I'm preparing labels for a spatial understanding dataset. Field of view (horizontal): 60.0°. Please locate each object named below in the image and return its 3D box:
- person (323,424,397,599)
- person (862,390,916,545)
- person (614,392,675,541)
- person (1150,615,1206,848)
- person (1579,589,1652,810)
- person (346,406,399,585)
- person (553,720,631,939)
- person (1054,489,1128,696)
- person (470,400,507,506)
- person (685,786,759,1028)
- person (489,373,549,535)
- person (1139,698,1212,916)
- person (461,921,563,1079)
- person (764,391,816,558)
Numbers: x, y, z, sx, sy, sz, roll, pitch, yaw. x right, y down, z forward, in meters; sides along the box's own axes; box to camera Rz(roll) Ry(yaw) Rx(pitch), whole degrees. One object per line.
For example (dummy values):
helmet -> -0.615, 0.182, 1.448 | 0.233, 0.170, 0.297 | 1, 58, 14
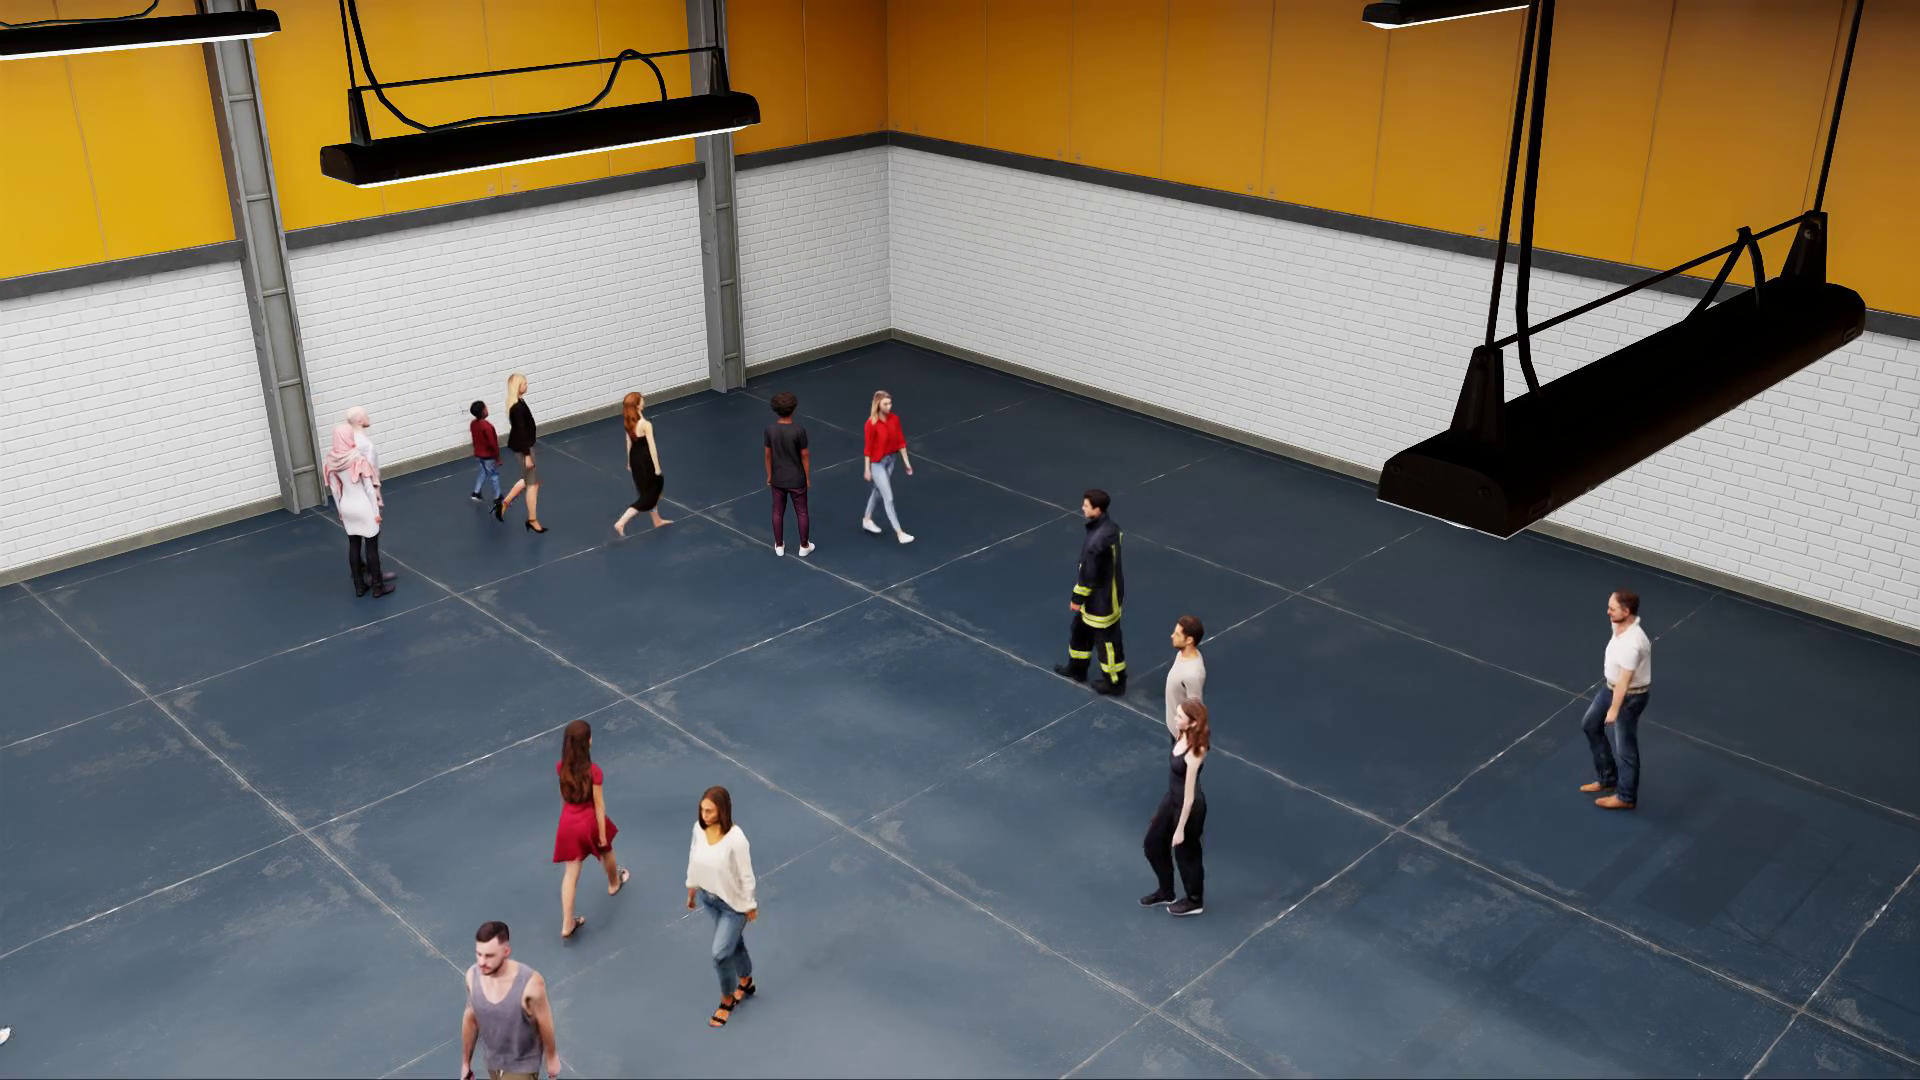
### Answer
person -> -5.923, -0.290, 16.359 | 0.734, 1.803, 0.754 | 6, 24, 14
person -> -0.876, -0.786, 17.704 | 0.694, 1.635, 1.007 | 21, 31, 39
person -> -3.443, -0.774, 17.718 | 1.002, 1.602, 0.583 | -21, 31, -39
person -> 1.685, 1.410, 12.391 | 0.778, 1.866, 0.740 | -2, 24, -5
person -> 5.219, 1.232, 12.850 | 0.954, 1.824, 0.870 | 1, 24, 3
person -> -6.019, -0.468, 16.740 | 0.648, 1.824, 0.563 | 22, 32, 40
person -> -2.642, 2.013, 11.463 | 0.905, 1.505, 1.117 | 6, 24, 14
person -> 1.317, 0.473, 14.495 | 1.096, 1.898, 1.050 | 4, 24, 9
person -> -5.323, -0.950, 18.560 | 0.533, 1.249, 0.651 | 19, 30, 36
person -> -1.441, 2.272, 10.666 | 0.657, 1.668, 0.685 | 19, 30, 37
person -> -4.732, -0.887, 17.697 | 0.925, 1.825, 0.798 | -9, 25, -21
person -> 1.655, 1.856, 11.531 | 0.823, 1.738, 0.765 | -5, 24, -10
person -> -2.467, 2.841, 9.319 | 0.947, 1.816, 1.162 | 7, 25, 16
person -> -1.788, -0.685, 17.291 | 0.718, 1.780, 0.762 | 2, 24, 5
